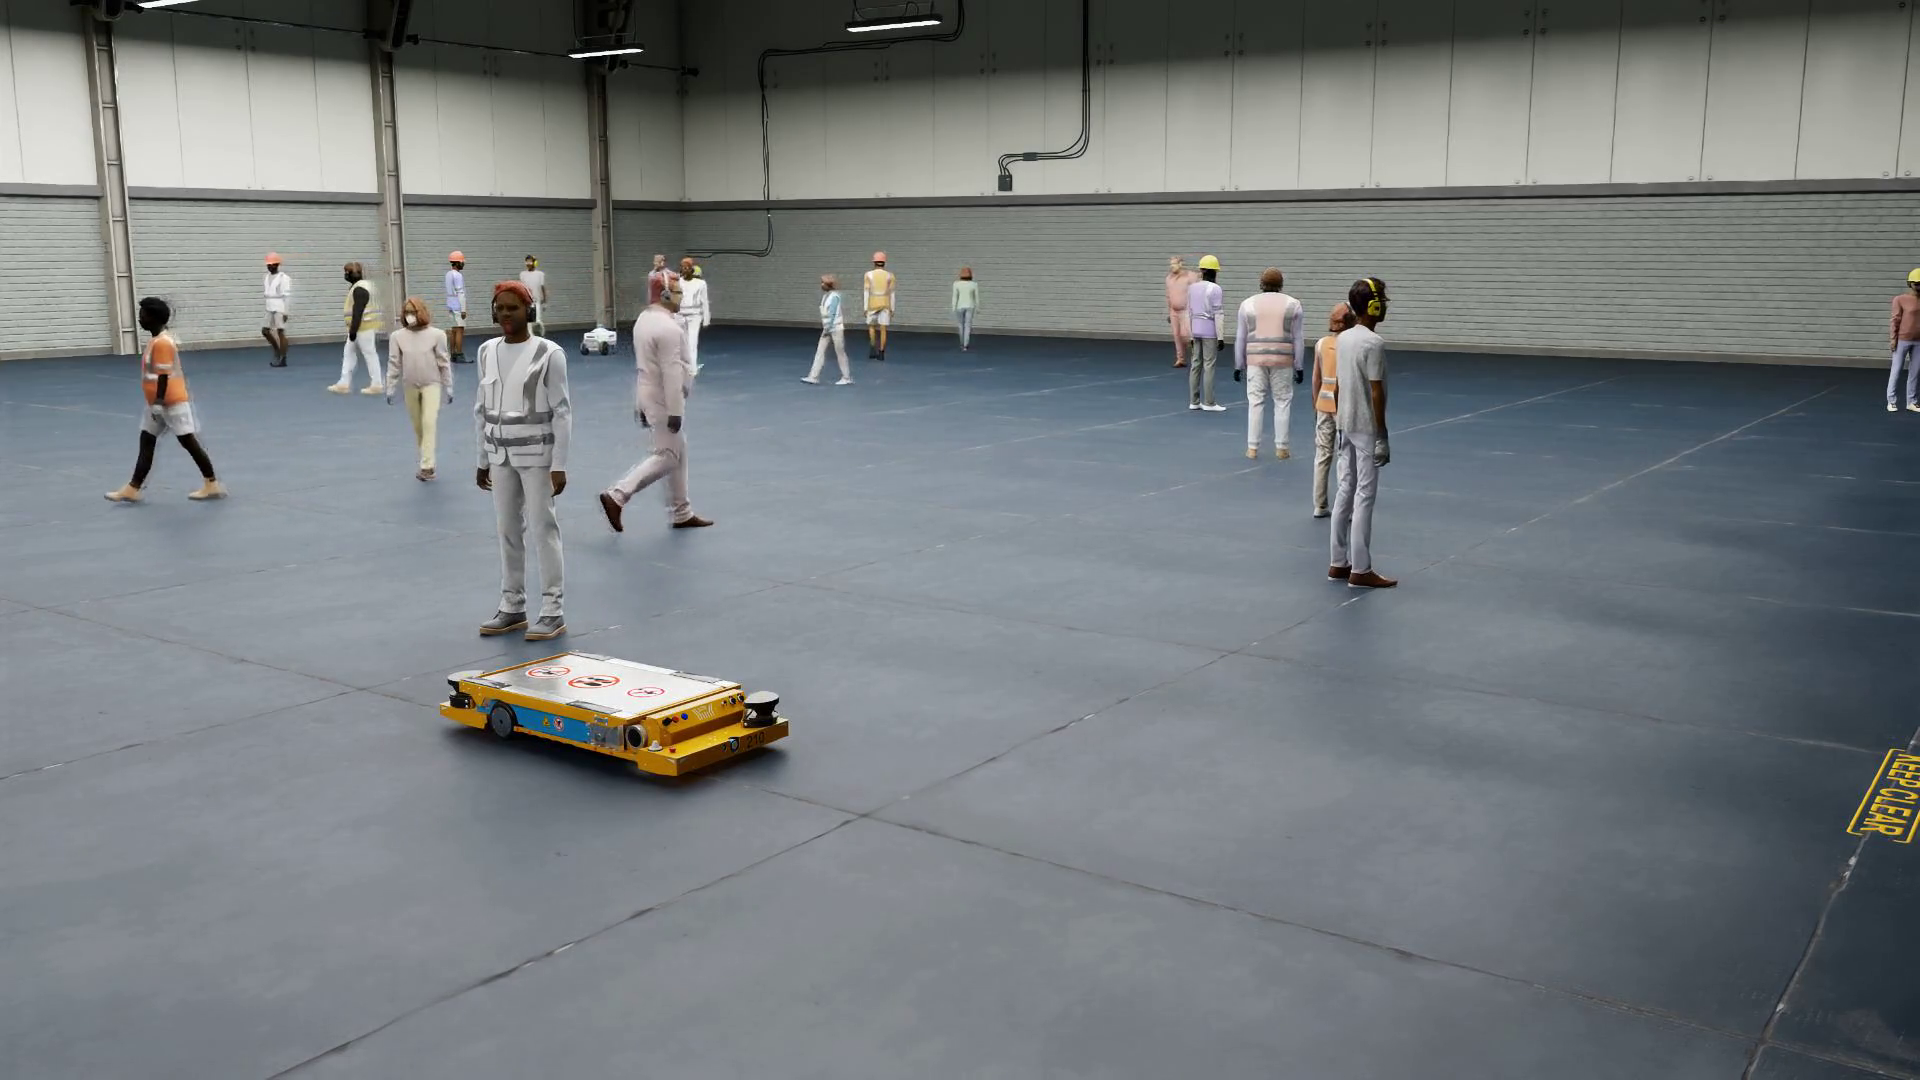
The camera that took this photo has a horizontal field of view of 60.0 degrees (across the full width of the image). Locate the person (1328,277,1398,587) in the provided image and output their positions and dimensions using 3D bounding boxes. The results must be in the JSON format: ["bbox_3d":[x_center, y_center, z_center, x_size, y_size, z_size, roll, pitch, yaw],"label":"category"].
[{"bbox_3d":[2.453,-0.649,10.090,0.328,1.876,0.513,-3,11,-18],"label":"person"}]

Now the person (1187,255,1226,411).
[{"bbox_3d":[3.057,-2.556,20.622,0.364,1.927,0.587,-7,12,-35],"label":"person"}]

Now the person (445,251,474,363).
[{"bbox_3d":[-8.696,-4.032,28.861,0.364,1.935,0.553,-8,13,-37],"label":"person"}]

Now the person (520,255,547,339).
[{"bbox_3d":[-8.553,-4.784,33.322,0.517,1.854,0.649,0,10,3],"label":"person"}]

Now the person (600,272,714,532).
[{"bbox_3d":[-2.192,-0.975,11.920,0.798,1.882,0.650,-5,11,-25],"label":"person"}]

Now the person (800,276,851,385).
[{"bbox_3d":[-1.959,-3.047,24.296,0.808,1.600,0.514,-5,11,-28],"label":"person"}]

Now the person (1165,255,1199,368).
[{"bbox_3d":[3.698,-3.800,27.736,0.464,1.878,0.670,-10,14,-43],"label":"person"}]

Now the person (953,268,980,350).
[{"bbox_3d":[0.131,-4.520,32.562,0.525,1.581,0.861,1,10,6],"label":"person"}]

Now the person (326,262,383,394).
[{"bbox_3d":[-8.358,-2.887,22.787,0.833,1.811,0.661,-5,11,-24],"label":"person"}]

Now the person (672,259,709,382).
[{"bbox_3d":[-4.076,-3.236,24.687,0.583,1.838,0.947,2,10,14],"label":"person"}]

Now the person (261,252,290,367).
[{"bbox_3d":[-11.488,-3.861,27.925,0.580,1.925,0.390,5,11,24],"label":"person"}]

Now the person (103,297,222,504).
[{"bbox_3d":[-6.398,-1.111,13.305,0.861,1.647,0.544,-7,12,-34],"label":"person"}]

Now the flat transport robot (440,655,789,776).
[{"bbox_3d":[-1.478,0.700,7.023,1.431,0.197,0.652,7,12,35],"label":"flat transport robot"}]

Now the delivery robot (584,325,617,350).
[{"bbox_3d":[-6.707,-3.772,31.015,0.477,0.478,0.707,3,11,18],"label":"delivery robot"}]

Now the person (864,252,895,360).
[{"bbox_3d":[-1.460,-4.178,29.743,0.580,1.909,0.815,-2,10,-10],"label":"person"}]

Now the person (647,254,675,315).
[{"bbox_3d":[-5.550,-4.403,31.122,0.637,1.879,0.882,9,14,43],"label":"person"}]

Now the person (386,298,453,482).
[{"bbox_3d":[-4.723,-1.290,14.450,0.535,1.594,0.822,0,10,2],"label":"person"}]

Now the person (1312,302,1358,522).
[{"bbox_3d":[2.849,-0.956,12.477,0.315,1.636,0.514,-7,13,-36],"label":"person"}]

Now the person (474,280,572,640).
[{"bbox_3d":[-2.310,-0.413,8.747,0.585,1.881,0.344,5,11,25],"label":"person"}]

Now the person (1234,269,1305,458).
[{"bbox_3d":[2.995,-1.699,16.126,0.700,1.827,0.474,3,10,14],"label":"person"}]

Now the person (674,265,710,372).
[{"bbox_3d":[-4.226,-3.484,26.393,0.536,1.711,0.903,4,11,19],"label":"person"}]

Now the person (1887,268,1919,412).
[{"bbox_3d":[11.744,-2.457,20.522,0.526,1.768,0.314,0,10,1],"label":"person"}]
